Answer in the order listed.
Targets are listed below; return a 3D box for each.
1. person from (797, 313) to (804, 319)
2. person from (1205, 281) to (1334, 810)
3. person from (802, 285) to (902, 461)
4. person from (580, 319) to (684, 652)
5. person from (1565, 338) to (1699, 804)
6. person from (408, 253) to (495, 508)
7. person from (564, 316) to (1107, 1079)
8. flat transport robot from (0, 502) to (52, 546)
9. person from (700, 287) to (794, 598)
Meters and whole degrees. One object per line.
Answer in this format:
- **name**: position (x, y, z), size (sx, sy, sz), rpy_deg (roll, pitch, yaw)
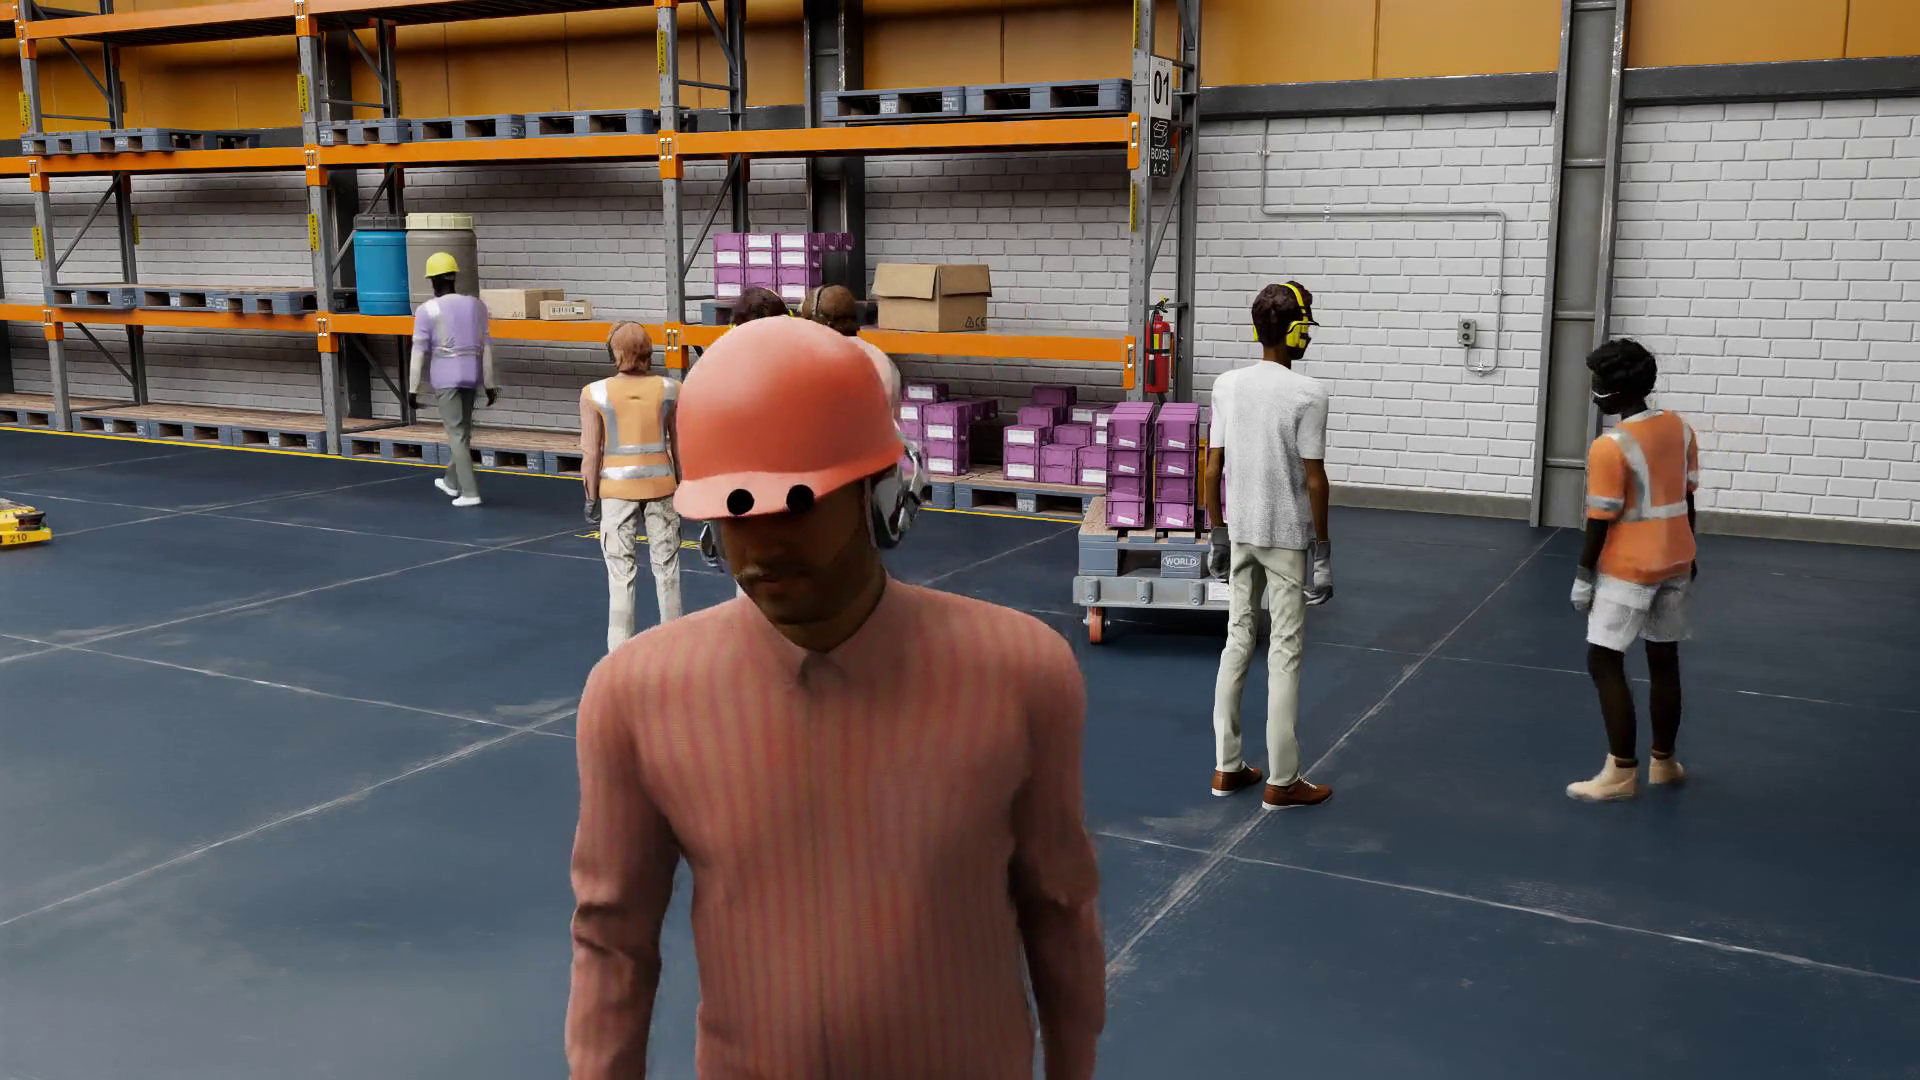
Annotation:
- **person**: position (-0.749, -0.365, 8.392), size (0.666, 1.749, 0.527), rpy_deg (6, 12, 30)
- **person**: position (1.106, 0.022, 5.926), size (0.310, 1.868, 0.533), rpy_deg (-10, 14, -42)
- **person**: position (-0.486, -0.156, 7.031), size (0.451, 1.824, 0.658), rpy_deg (7, 13, 35)
- **person**: position (-1.504, -0.200, 7.762), size (0.511, 1.644, 0.308), rpy_deg (-4, 11, -23)
- **person**: position (2.473, 0.108, 6.008), size (0.640, 1.671, 0.318), rpy_deg (-7, 12, -32)
- **person**: position (-3.886, -1.202, 12.548), size (0.799, 1.893, 0.613), rpy_deg (8, 13, 39)
- **person**: position (-0.142, 0.708, 1.990), size (0.646, 1.927, 1.035), rpy_deg (0, 10, 2)
- **flat transport robot**: position (-6.716, -0.134, 11.161), size (1.431, 0.197, 0.652), rpy_deg (9, 14, 41)
- **person**: position (-0.751, -0.014, 6.204), size (0.562, 1.835, 0.615), rpy_deg (-8, 13, -37)
